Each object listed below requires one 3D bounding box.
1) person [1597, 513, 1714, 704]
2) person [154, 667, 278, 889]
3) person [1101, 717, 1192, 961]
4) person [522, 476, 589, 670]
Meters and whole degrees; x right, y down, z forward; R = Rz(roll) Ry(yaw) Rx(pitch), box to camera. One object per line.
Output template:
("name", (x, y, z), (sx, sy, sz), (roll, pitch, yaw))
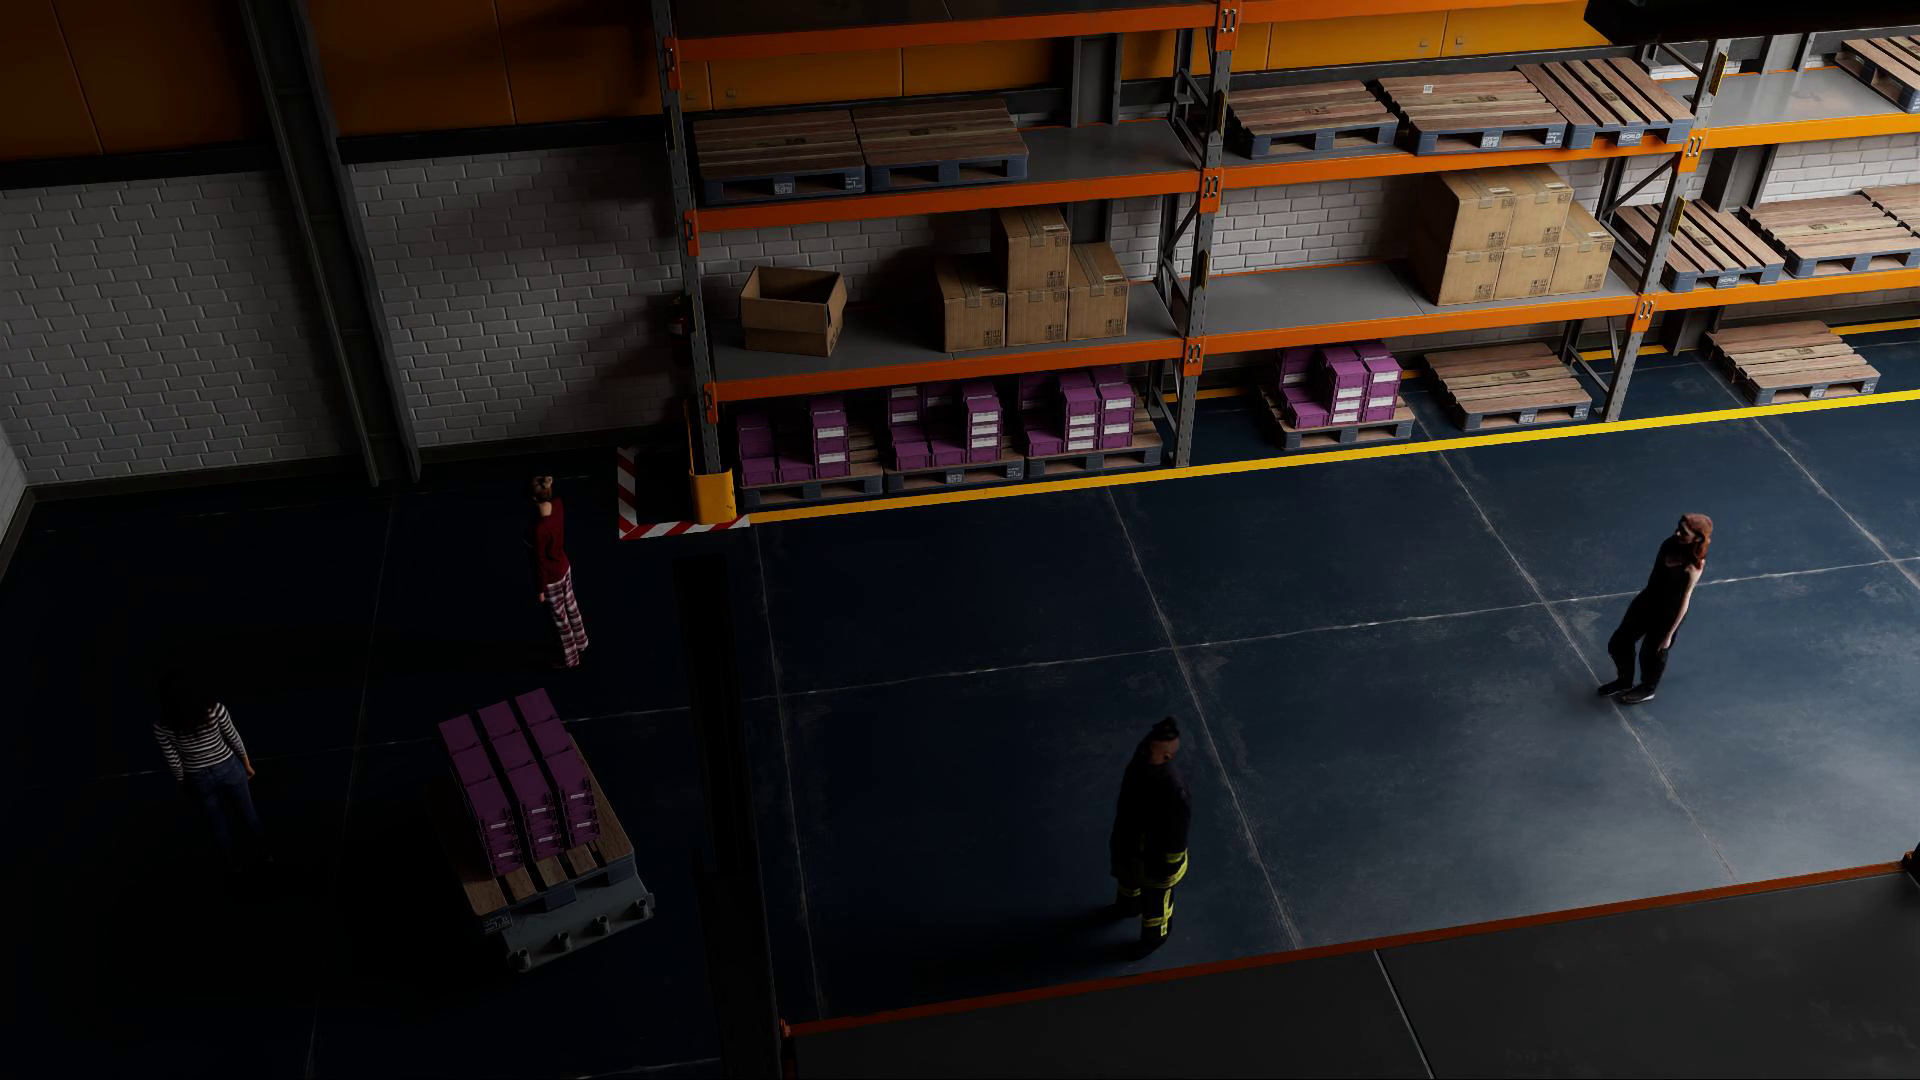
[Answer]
("person", (4.996, 0.481, 11.640), (0.701, 1.734, 0.665), (-12, 40, -14))
("person", (-4.630, 1.485, 10.332), (0.517, 1.797, 0.690), (-18, 42, -21))
("person", (1.146, 1.753, 9.946), (0.765, 1.860, 0.806), (-14, 41, -17))
("person", (-2.945, 0.218, 11.998), (0.604, 1.697, 0.665), (4, 39, 5))
